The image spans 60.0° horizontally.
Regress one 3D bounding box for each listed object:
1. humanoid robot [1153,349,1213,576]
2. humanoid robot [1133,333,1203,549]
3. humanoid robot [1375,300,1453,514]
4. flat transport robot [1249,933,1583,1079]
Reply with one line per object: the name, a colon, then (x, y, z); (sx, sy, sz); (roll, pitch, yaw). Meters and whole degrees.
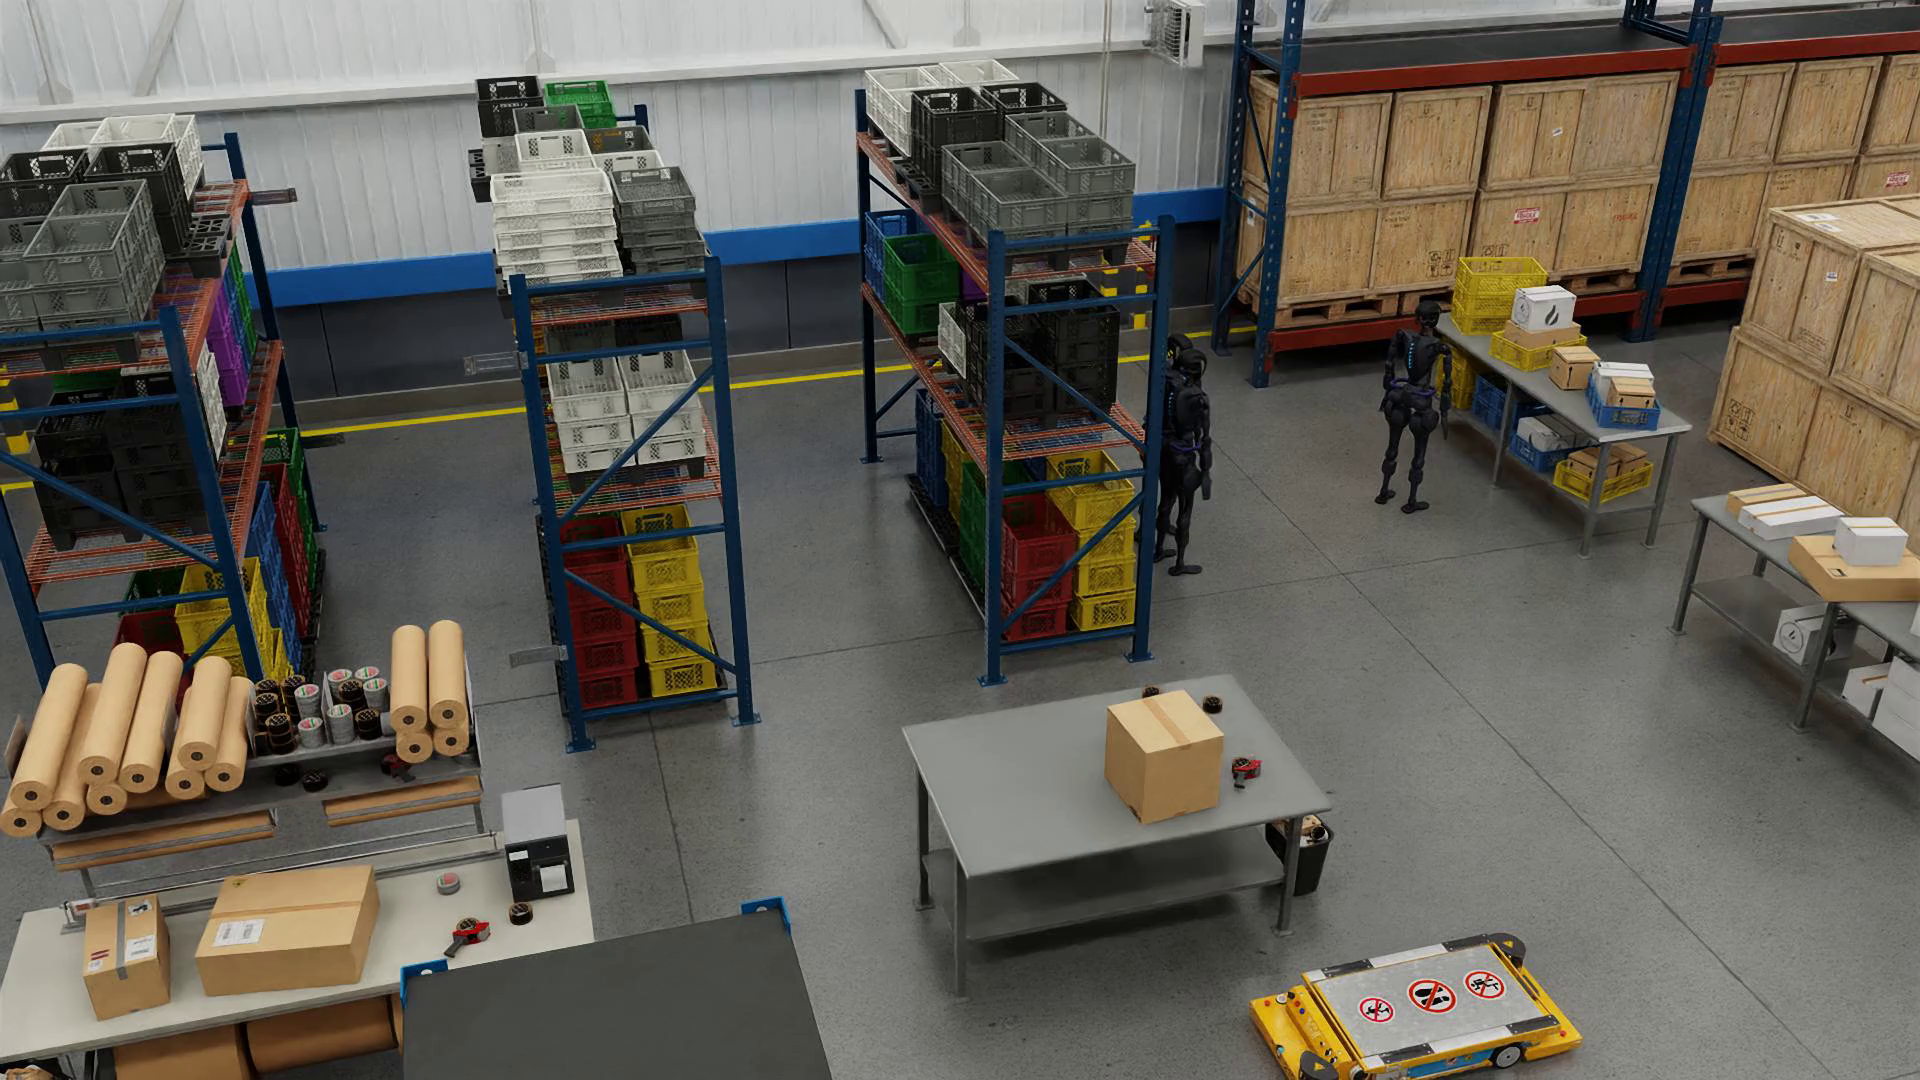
humanoid robot: (1.560, -0.567, 11.716); (0.315, 1.657, 0.599); (-14, 32, -23)
humanoid robot: (1.511, -0.727, 12.019); (0.574, 1.647, 0.363); (-23, 36, -35)
humanoid robot: (3.422, -1.021, 12.542); (0.310, 1.657, 0.609); (-25, 38, -38)
flat transport robot: (2.184, 2.282, 7.980); (1.431, 0.197, 0.652); (-8, 30, -14)
